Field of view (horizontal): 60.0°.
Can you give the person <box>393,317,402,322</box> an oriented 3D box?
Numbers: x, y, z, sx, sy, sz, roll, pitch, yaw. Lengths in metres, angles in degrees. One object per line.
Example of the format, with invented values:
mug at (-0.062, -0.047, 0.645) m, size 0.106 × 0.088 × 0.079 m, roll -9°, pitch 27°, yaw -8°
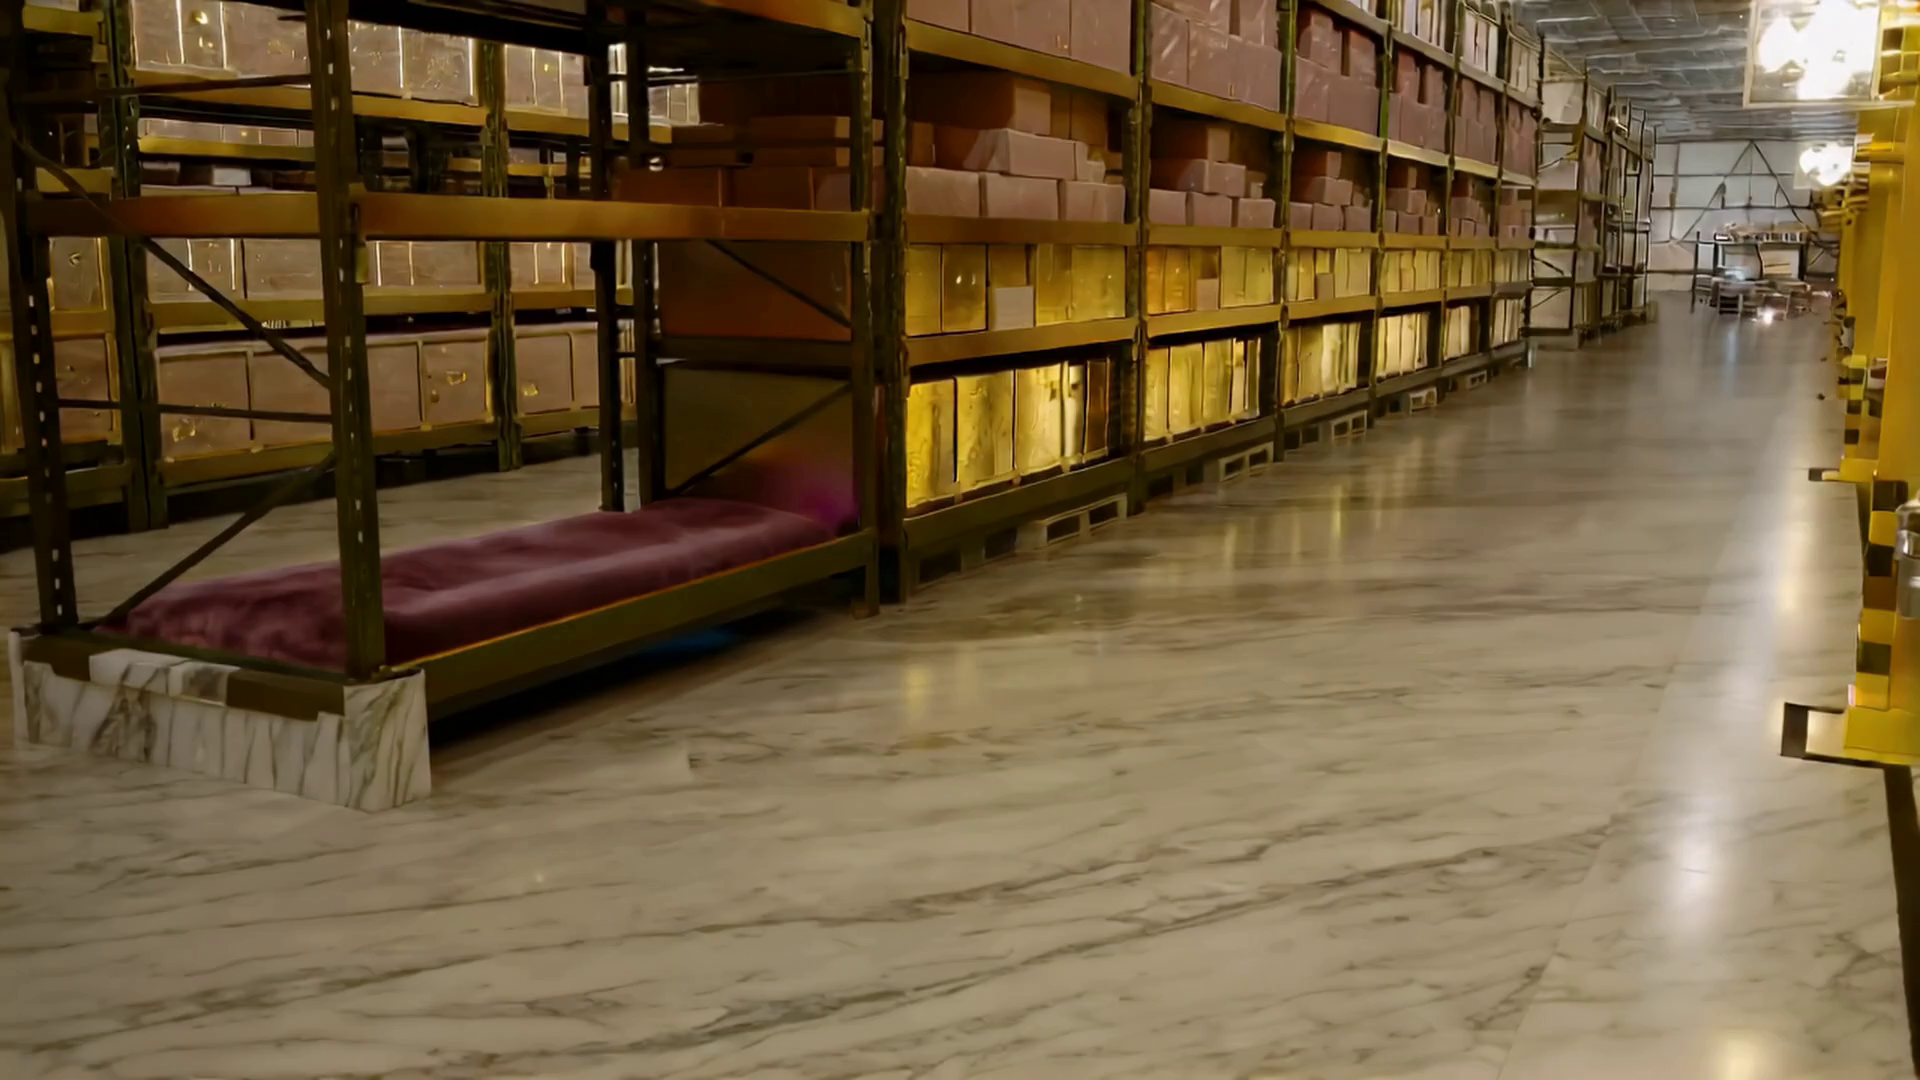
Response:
person at (-10.455, -3.897, 30.570) m, size 0.369 × 1.617 × 0.545 m, roll 3°, pitch 10°, yaw 17°
